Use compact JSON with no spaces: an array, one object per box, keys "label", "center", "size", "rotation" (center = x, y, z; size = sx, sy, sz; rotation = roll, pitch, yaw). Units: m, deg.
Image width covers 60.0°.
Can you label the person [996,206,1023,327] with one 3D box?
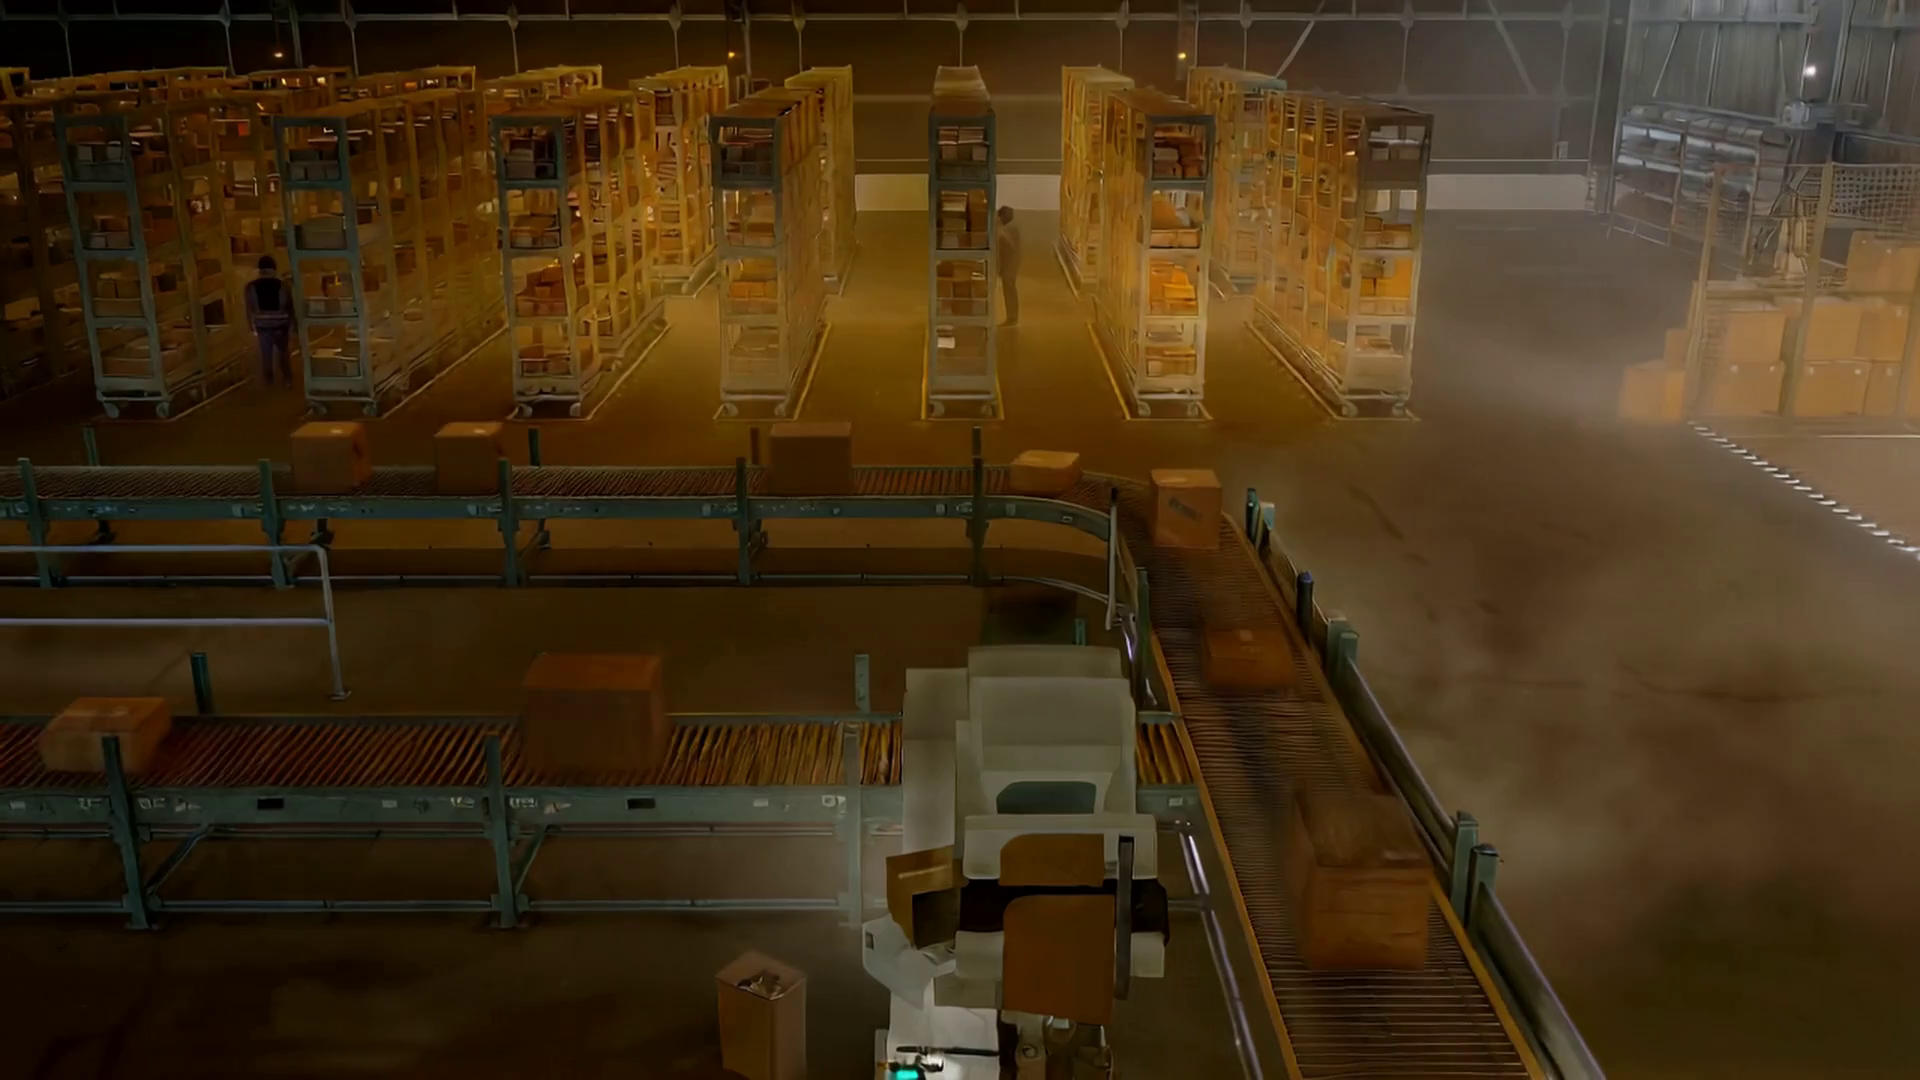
[{"label":"person","center":[0.772,-4.218,25.666],"size":[0.383,1.839,0.566],"rotation":[5,19,15]}]

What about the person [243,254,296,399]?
[{"label":"person","center":[-8.694,-2.689,21.004],"size":[0.596,1.806,0.761],"rotation":[-6,19,-18]}]
